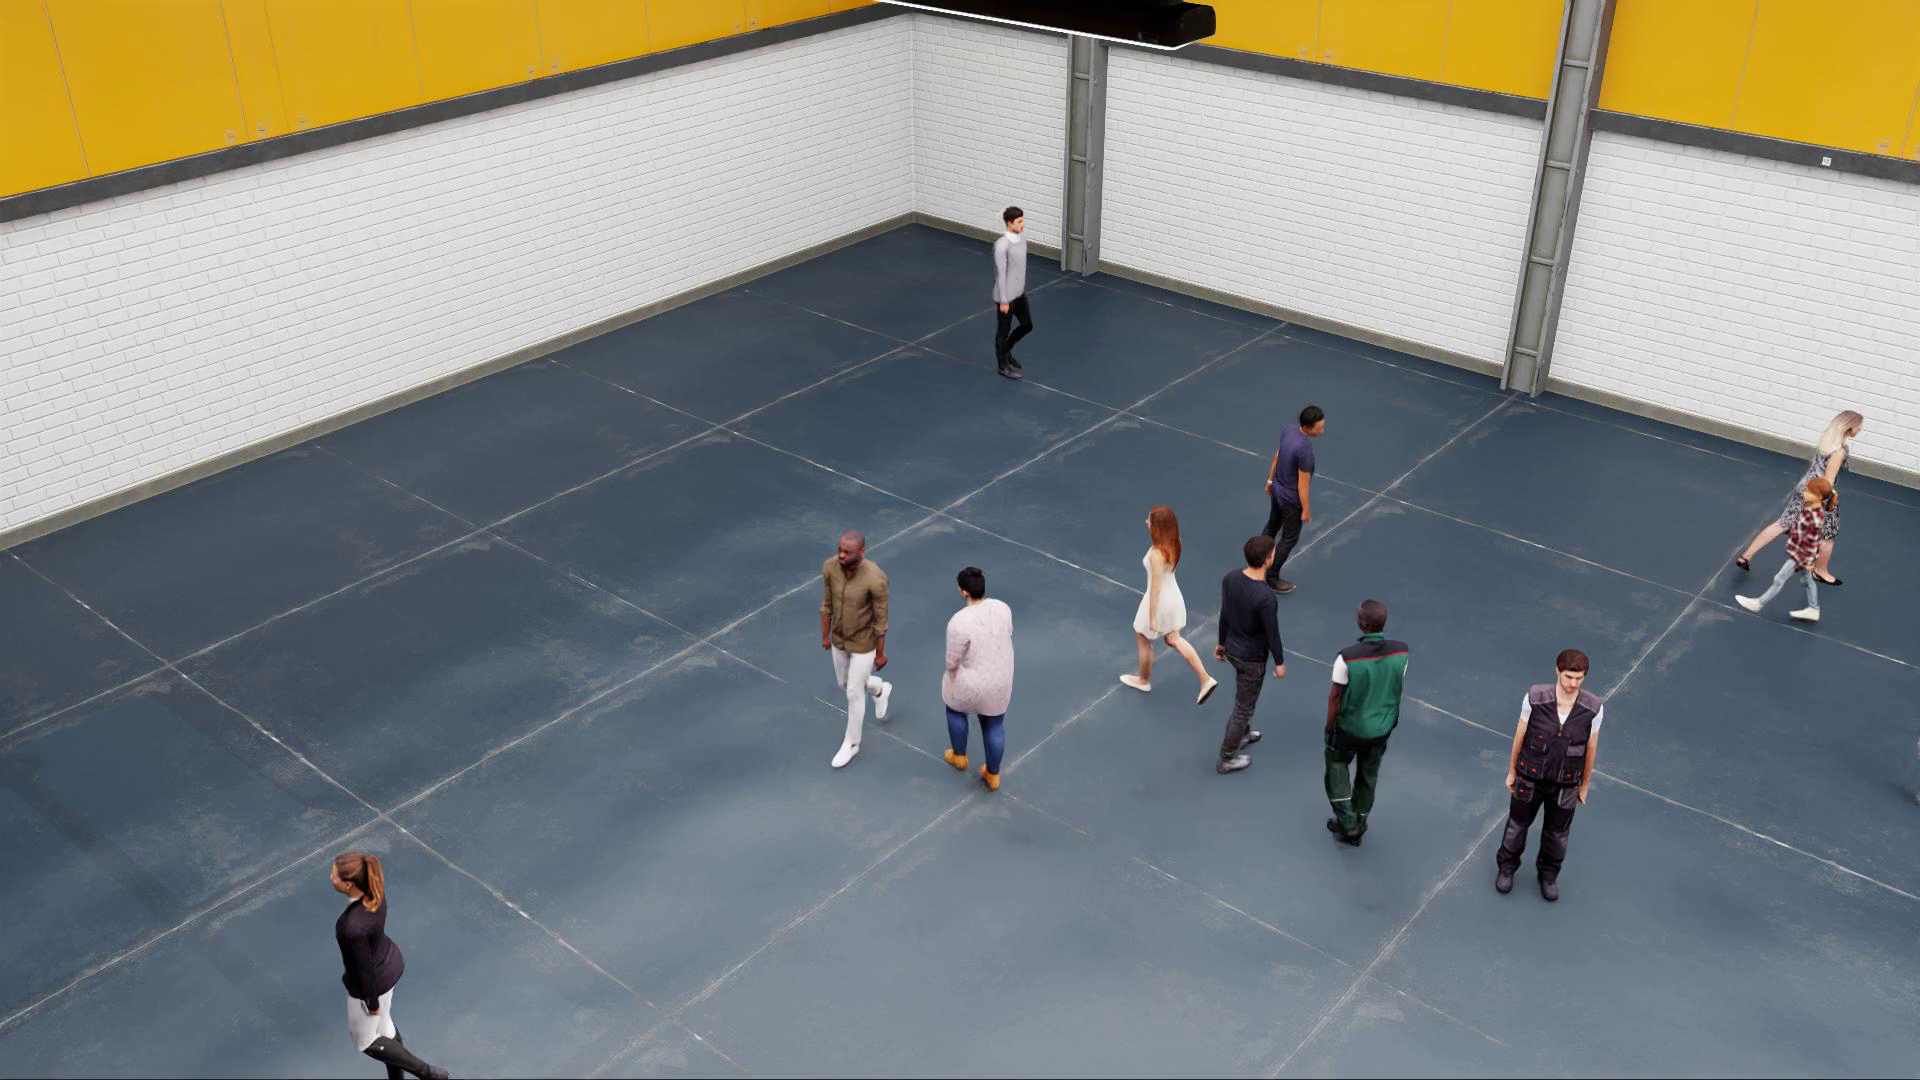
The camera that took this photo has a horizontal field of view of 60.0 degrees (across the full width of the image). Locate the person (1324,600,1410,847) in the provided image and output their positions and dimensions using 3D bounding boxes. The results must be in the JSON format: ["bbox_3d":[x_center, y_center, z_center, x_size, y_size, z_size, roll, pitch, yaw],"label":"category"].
[{"bbox_3d":[2.676,1.268,10.903,0.850,1.826,0.905,-2,29,-4],"label":"person"}]

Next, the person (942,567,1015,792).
[{"bbox_3d":[0.173,0.992,11.518,0.852,1.720,0.918,-11,30,-19],"label":"person"}]

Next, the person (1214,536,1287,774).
[{"bbox_3d":[1.941,0.839,11.659,0.839,1.855,0.805,-16,32,-26],"label":"person"}]

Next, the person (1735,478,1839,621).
[{"bbox_3d":[6.962,0.109,13.606,0.961,1.272,0.729,10,30,18],"label":"person"}]

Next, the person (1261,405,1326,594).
[{"bbox_3d":[2.702,-0.368,13.989,0.959,1.743,0.823,-14,32,-24],"label":"person"}]

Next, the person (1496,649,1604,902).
[{"bbox_3d":[3.719,1.474,10.507,0.671,1.843,0.798,8,30,15],"label":"person"}]

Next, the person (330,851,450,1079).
[{"bbox_3d":[-3.067,2.388,8.962,0.861,1.717,0.789,-1,29,-1],"label":"person"}]

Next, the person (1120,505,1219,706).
[{"bbox_3d":[1.596,0.509,12.444,1.065,1.682,0.652,19,34,30],"label":"person"}]

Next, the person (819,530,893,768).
[{"bbox_3d":[-0.706,0.708,11.961,0.984,1.795,0.846,18,33,29],"label":"person"}]

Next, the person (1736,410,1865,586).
[{"bbox_3d":[7.117,-0.340,14.035,1.228,1.649,1.085,0,29,-1],"label":"person"}]

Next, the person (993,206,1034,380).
[{"bbox_3d":[0.466,-2.706,18.093,0.703,1.916,0.769,18,33,30],"label":"person"}]
